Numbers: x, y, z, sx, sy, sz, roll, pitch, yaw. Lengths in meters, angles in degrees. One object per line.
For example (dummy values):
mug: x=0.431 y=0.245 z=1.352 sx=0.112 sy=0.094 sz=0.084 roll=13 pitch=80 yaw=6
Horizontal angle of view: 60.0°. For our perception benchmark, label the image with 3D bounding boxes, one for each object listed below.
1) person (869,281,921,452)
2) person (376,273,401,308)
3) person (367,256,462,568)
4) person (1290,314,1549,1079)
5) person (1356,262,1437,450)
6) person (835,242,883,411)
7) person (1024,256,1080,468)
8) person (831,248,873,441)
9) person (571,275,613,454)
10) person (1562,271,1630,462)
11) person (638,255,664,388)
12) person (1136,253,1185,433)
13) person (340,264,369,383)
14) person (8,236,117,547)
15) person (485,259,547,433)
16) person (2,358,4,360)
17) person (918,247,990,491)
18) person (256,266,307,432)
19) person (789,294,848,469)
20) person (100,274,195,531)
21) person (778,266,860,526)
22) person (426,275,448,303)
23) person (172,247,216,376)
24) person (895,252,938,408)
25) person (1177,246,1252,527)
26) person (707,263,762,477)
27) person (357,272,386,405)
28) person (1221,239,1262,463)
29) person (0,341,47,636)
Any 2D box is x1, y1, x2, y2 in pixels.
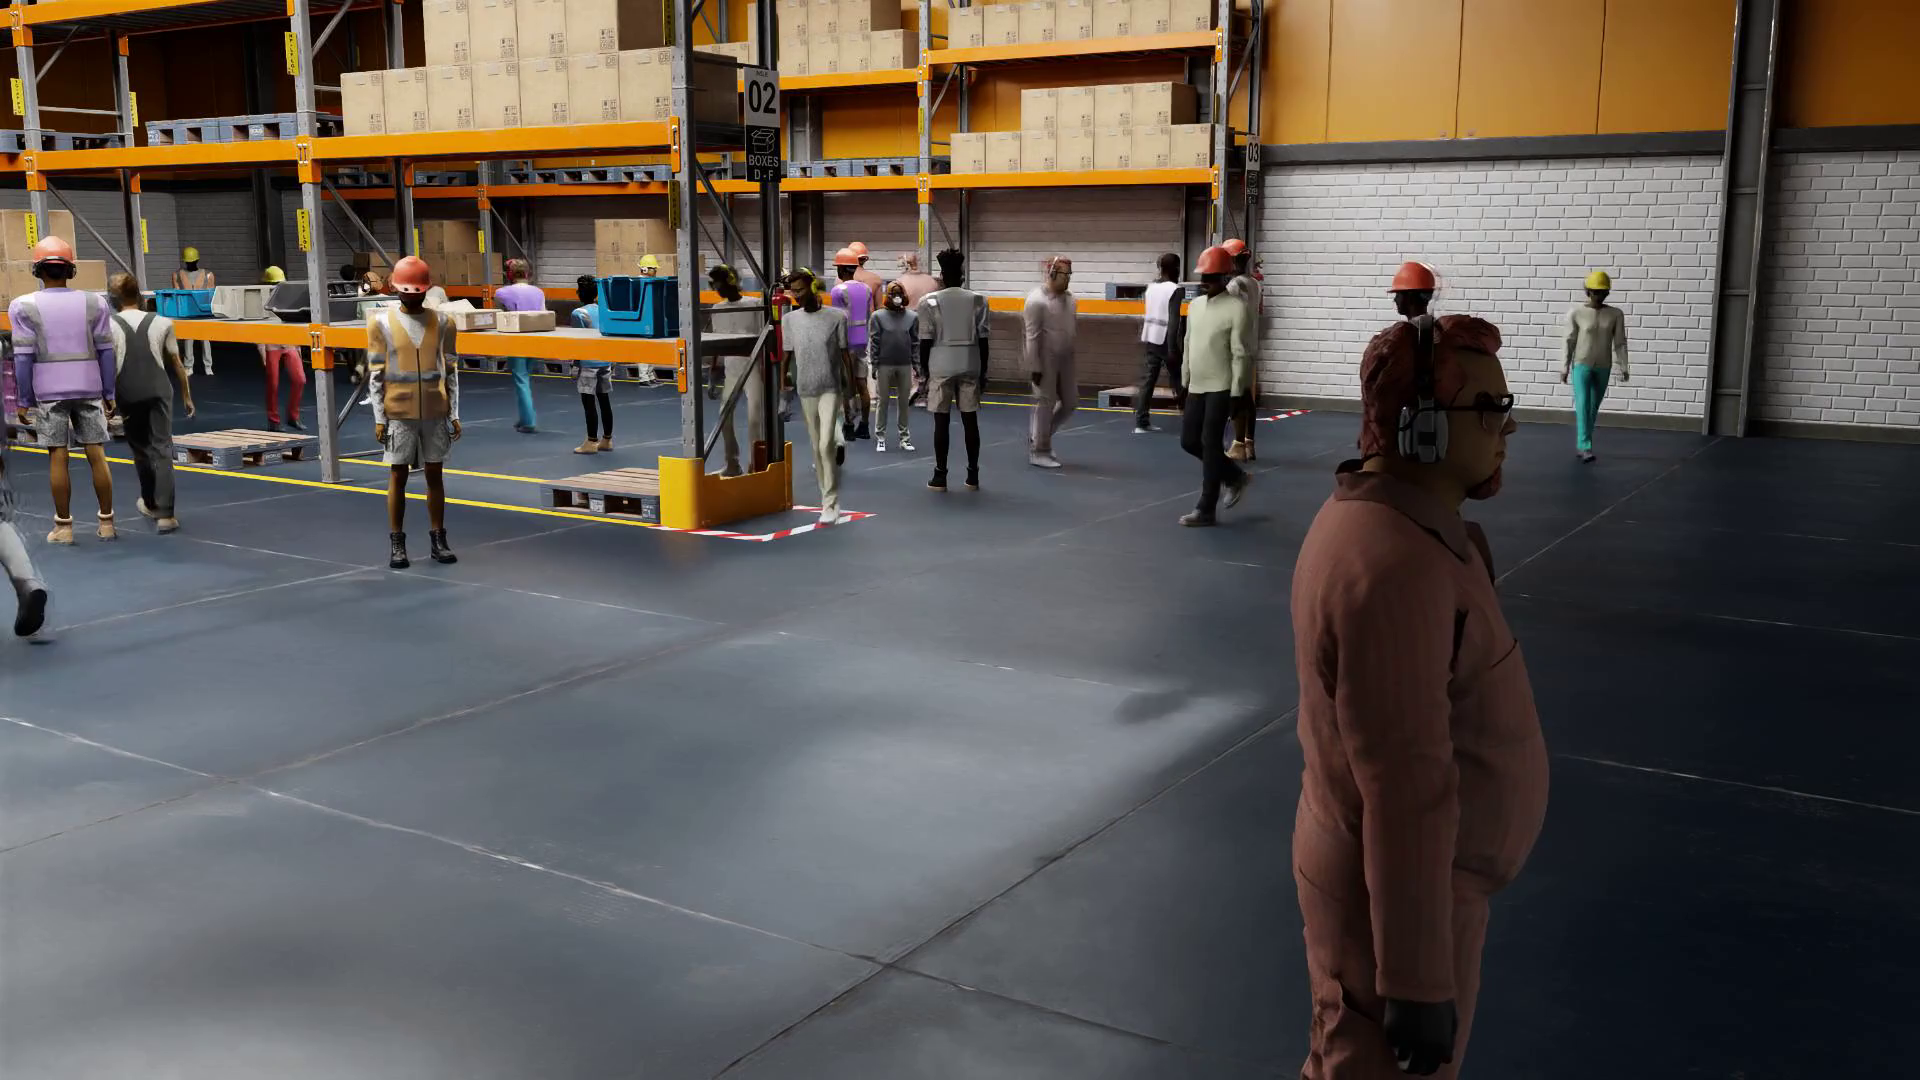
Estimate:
person: x=-0.619 y=-1.651 z=15.939 sx=0.504 sy=1.634 sz=0.312 roll=-3 pitch=11 yaw=-17
person: x=-6.457 y=-2.250 z=19.202 sx=0.513 sy=1.642 sz=0.313 roll=-5 pitch=11 yaw=-27
person: x=-3.367 y=-0.792 z=10.338 sx=0.547 sy=1.925 sz=0.391 roll=-6 pitch=12 yaw=-28
person: x=0.735 y=0.593 z=2.718 sx=0.407 sy=1.910 sz=0.638 roll=1 pitch=10 yaw=7
person: x=2.673 y=-0.720 z=10.033 sx=0.985 sy=1.883 sz=0.567 roll=7 pitch=13 yaw=36
person: x=-1.195 y=-2.503 z=19.619 sx=0.622 sy=1.996 sz=0.370 roll=-5 pitch=11 yaw=-25
person: x=0.824 y=-1.584 z=14.848 sx=0.444 sy=1.885 sz=0.704 roll=8 pitch=13 yaw=39
person: x=-1.125 y=-1.966 z=16.808 sx=0.364 sy=1.939 sz=0.542 roll=8 pitch=13 yaw=39
person: x=-3.496 y=-1.660 z=15.781 sx=0.317 sy=1.696 sz=0.538 roll=5 pitch=11 yaw=25
person: x=5.790 y=-1.556 z=15.101 sx=0.545 sy=1.731 sz=0.839 roll=0 pitch=10 yaw=0
person: x=-4.290 y=-3.010 z=22.919 sx=0.403 sy=1.823 sz=0.592 roll=1 pitch=10 yaw=8
person: x=2.246 y=-2.070 z=17.546 sx=0.957 sy=1.872 sz=0.623 roll=-5 pitch=12 yaw=-28
person: x=-8.534 y=-3.030 z=23.378 sx=0.567 sy=1.686 sz=0.532 roll=-1 pitch=10 yaw=-4
person: x=-5.936 y=-0.979 z=11.045 sx=0.605 sy=2.045 sz=0.378 roll=-9 pitch=13 yaw=-40
person: x=-4.693 y=-2.040 z=17.536 sx=0.710 sy=1.818 sz=0.571 roll=8 pitch=13 yaw=39
person: x=-15.305 y=-3.504 z=25.671 sx=0.976 sy=1.821 sz=0.513 roll=-7 pitch=12 yaw=-34
person: x=-0.053 y=-1.368 z=13.427 sx=0.603 sy=1.962 sz=0.368 roll=-3 pitch=11 yaw=-15
person: x=-7.152 y=-1.996 z=17.500 sx=0.526 sy=1.746 sz=0.546 roll=8 pitch=13 yaw=36
person: x=-1.225 y=-1.406 z=14.562 sx=0.544 sy=1.617 sz=0.415 roll=-5 pitch=11 yaw=-27
person: x=-5.719 y=-0.964 z=11.705 sx=0.608 sy=1.782 sz=0.932 roll=-6 pitch=12 yaw=-32
person: x=-1.021 y=-1.009 z=11.800 sx=0.550 sy=1.828 sz=0.813 roll=2 pitch=10 yaw=11
person: x=-7.816 y=-3.198 z=24.635 sx=0.529 sy=1.564 sz=0.852 roll=1 pitch=10 yaw=5
person: x=-11.416 y=-3.404 z=24.843 sx=0.589 sy=1.914 sz=0.398 roll=-4 pitch=11 yaw=-20
person: x=-0.569 y=-2.518 z=20.040 sx=0.636 sy=1.884 sz=0.423 roll=-5 pitch=11 yaw=-26
person: x=1.842 y=-1.095 z=11.854 sx=0.666 sy=1.977 sz=0.632 roll=-6 pitch=12 yaw=-31
person: x=-1.810 y=-1.347 z=13.684 sx=0.690 sy=1.835 sz=0.421 roll=3 pitch=11 yaw=16
person: x=-7.197 y=-2.470 z=20.443 sx=0.498 sy=1.634 sz=0.280 roll=3 pitch=11 yaw=16
person: x=2.506 y=-1.717 z=15.174 sx=0.402 sy=2.029 sz=0.614 roll=6 pitch=12 yaw=30
person: x=-5.017 y=-0.433 z=8.350 sx=0.833 sy=1.925 sz=0.614 roll=6 pitch=12 yaw=29
